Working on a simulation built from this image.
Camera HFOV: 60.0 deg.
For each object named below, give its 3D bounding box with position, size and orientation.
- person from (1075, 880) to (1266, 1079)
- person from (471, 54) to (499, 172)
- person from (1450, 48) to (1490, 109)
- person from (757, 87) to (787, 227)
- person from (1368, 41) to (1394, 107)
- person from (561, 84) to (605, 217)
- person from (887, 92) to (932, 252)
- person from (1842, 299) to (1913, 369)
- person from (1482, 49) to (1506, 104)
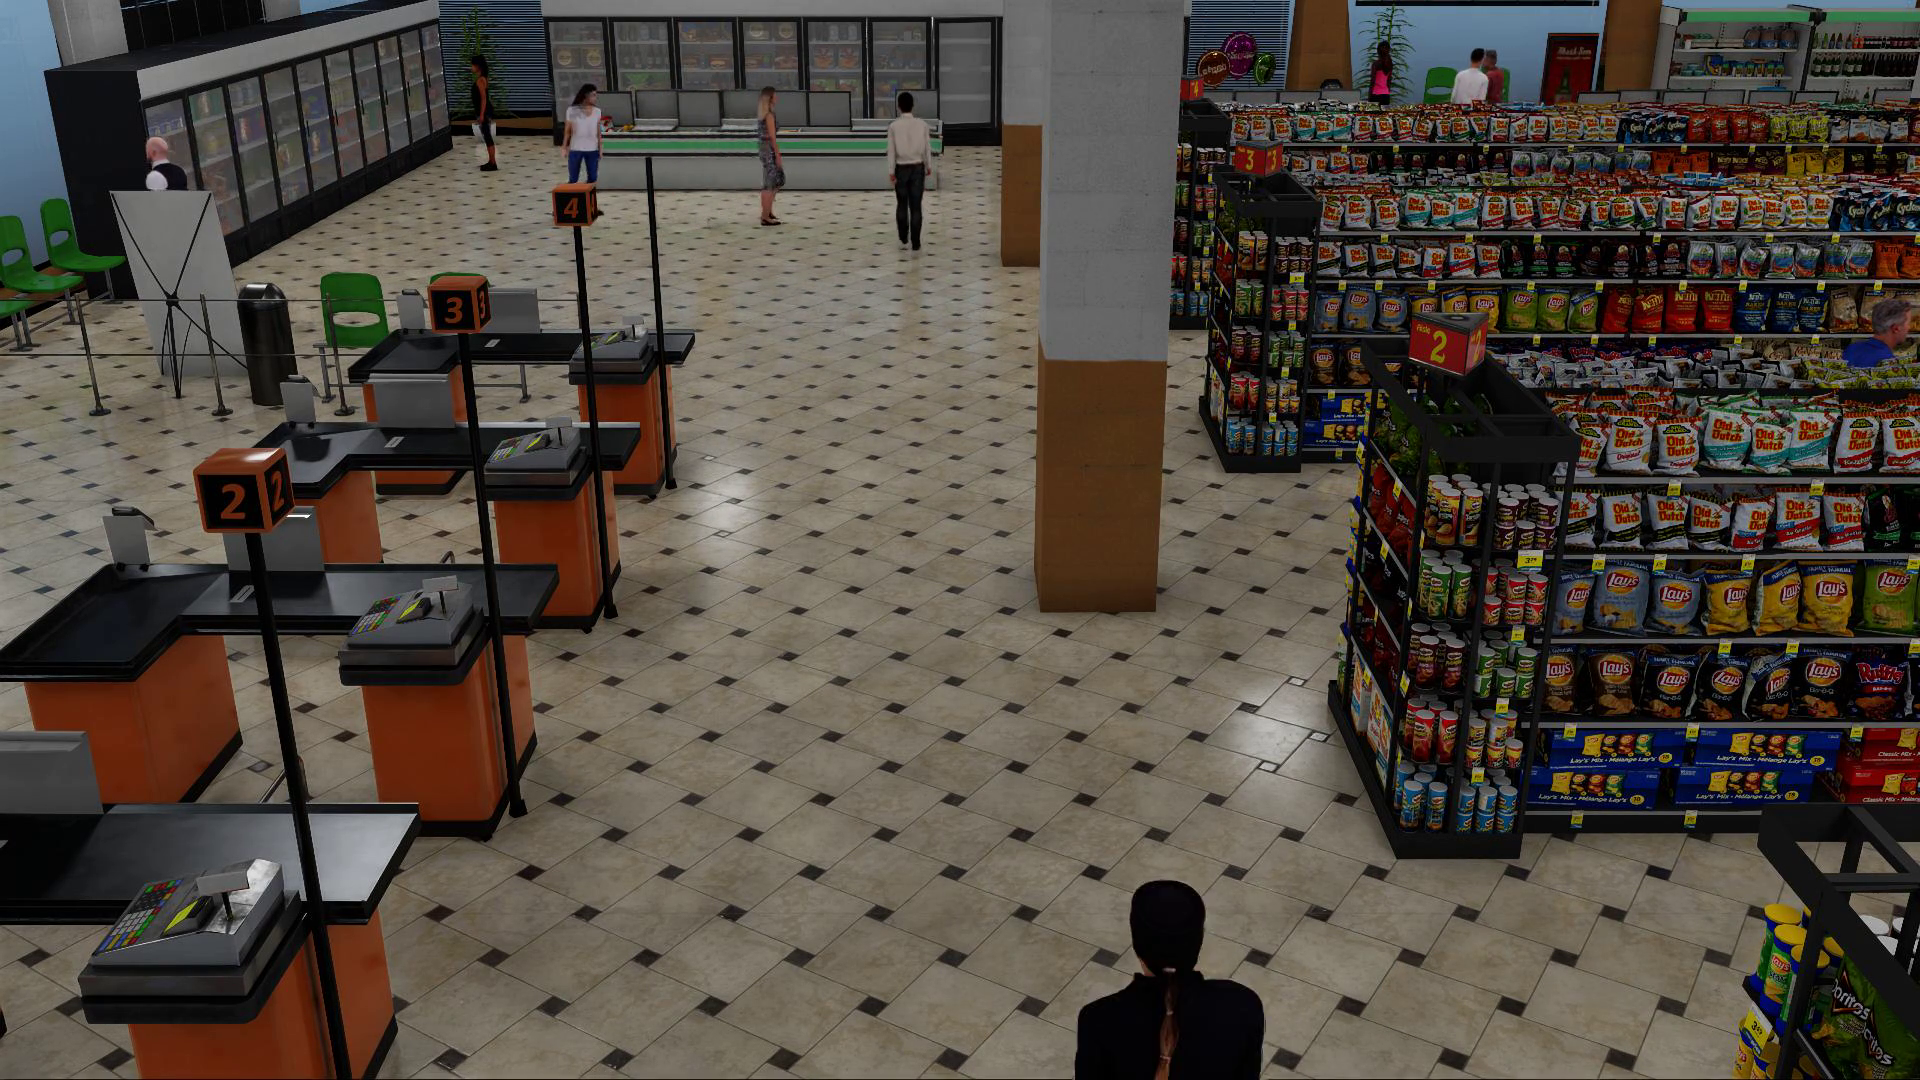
[{"bbox_3d":[0.568,1.747,4.480,0.935,1.649,0.753,-1,22,-2],"label":"person"},{"bbox_3d":[-6.991,-6.294,24.459,0.577,1.673,0.623,-5,22,-12],"label":"person"},{"bbox_3d":[7.070,-5.903,23.256,0.913,1.846,0.891,6,23,15],"label":"person"},{"bbox_3d":[-2.453,-4.710,20.498,0.680,1.688,0.680,-7,23,-17],"label":"person"},{"bbox_3d":[6.490,-6.829,25.723,0.601,1.723,0.694,-9,23,-21],"label":"person"},{"bbox_3d":[-4.809,-4.875,20.958,0.764,1.652,0.951,-7,23,-17],"label":"person"},{"bbox_3d":[-0.557,-4.162,19.031,1.122,1.766,0.762,-1,22,-3],"label":"person"},{"bbox_3d":[5.353,-0.544,9.950,0.610,1.823,0.761,3,22,8],"label":"person"},{"bbox_3d":[7.564,-5.980,23.545,1.298,1.773,1.253,-13,25,-29],"label":"person"}]
